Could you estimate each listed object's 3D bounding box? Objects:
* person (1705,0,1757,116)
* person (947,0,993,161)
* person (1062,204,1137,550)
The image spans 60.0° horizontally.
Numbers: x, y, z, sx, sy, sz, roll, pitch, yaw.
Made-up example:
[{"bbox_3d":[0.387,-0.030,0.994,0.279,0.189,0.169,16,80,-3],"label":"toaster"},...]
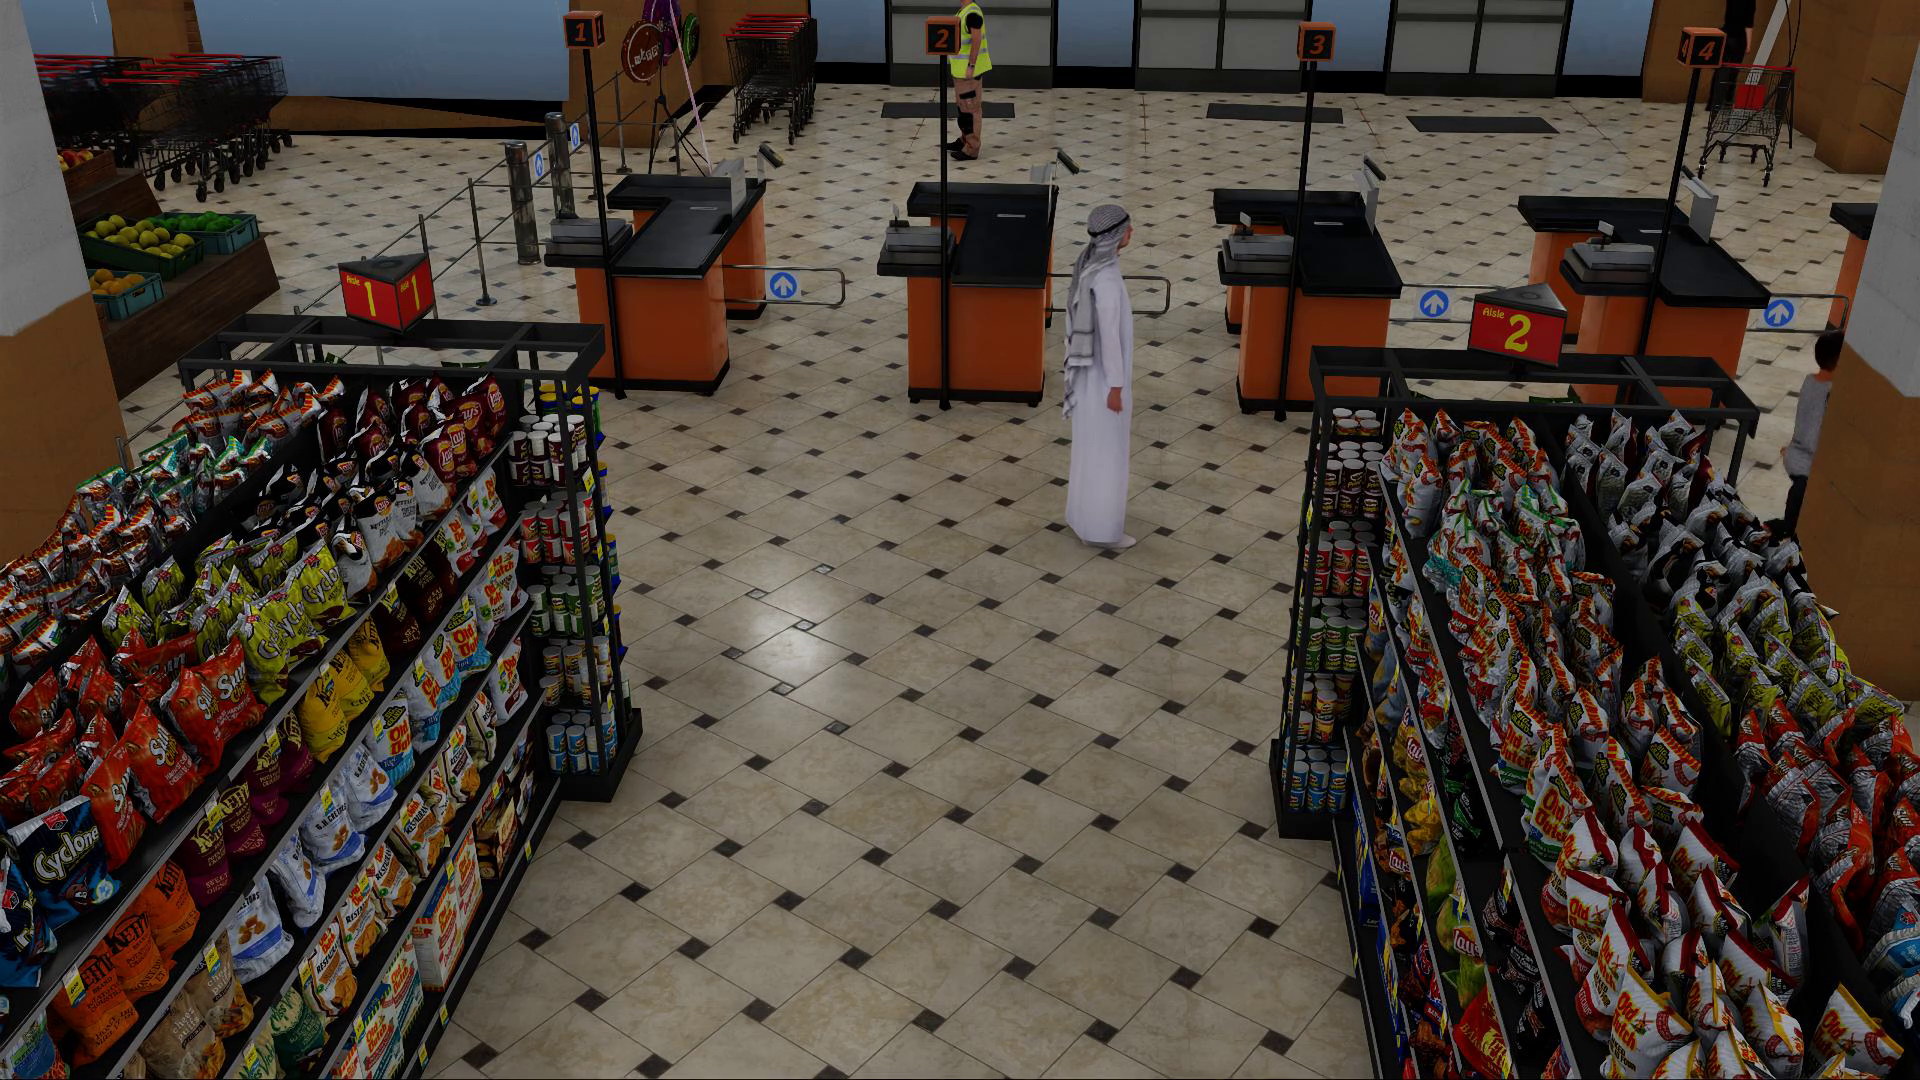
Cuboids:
[{"bbox_3d":[8.758,-5.683,18.867,0.719,1.640,0.603,-11,29,-21],"label":"person"},{"bbox_3d":[0.065,-4.841,16.978,0.834,1.847,0.742,-5,27,-9],"label":"person"},{"bbox_3d":[0.773,-0.895,9.109,0.807,1.927,0.666,-5,27,-9],"label":"person"}]
